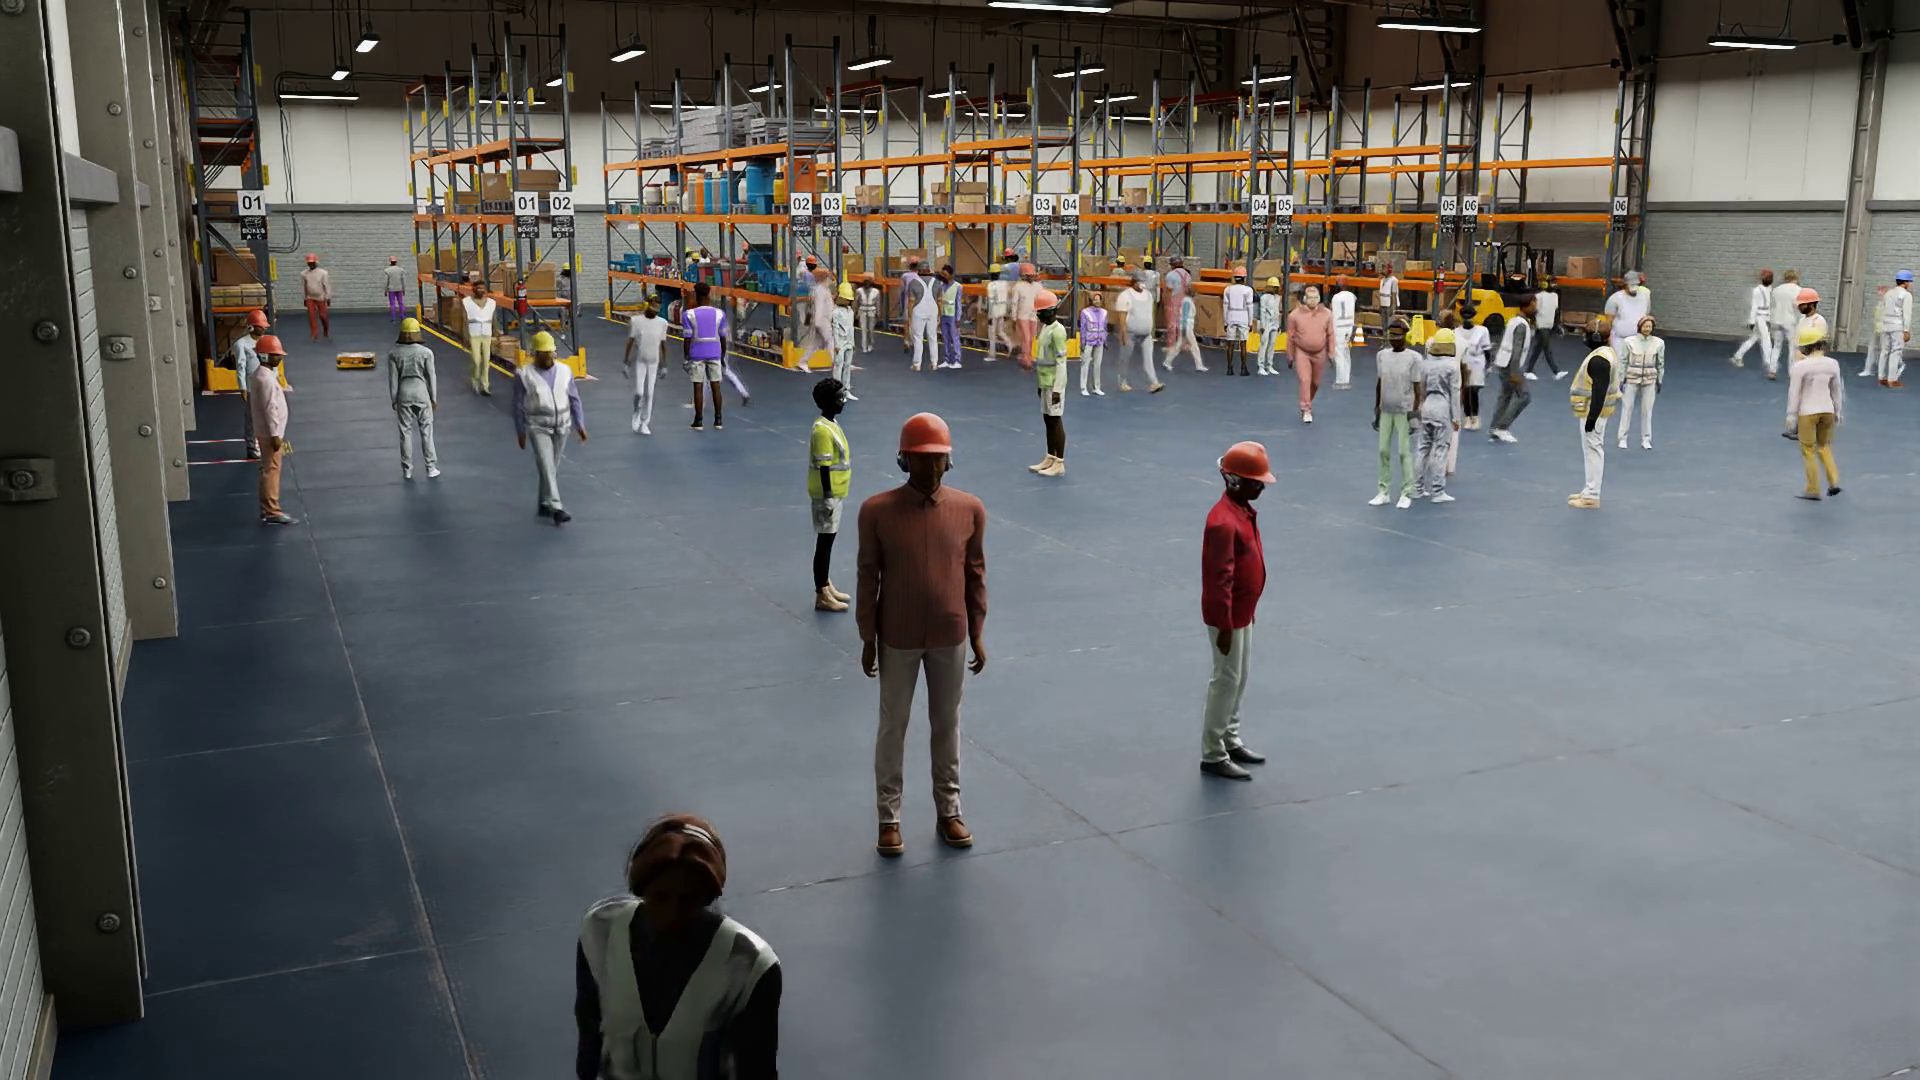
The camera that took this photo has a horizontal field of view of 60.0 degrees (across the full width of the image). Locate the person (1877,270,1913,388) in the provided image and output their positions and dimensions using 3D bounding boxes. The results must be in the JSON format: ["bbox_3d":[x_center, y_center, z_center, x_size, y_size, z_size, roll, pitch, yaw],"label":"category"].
[{"bbox_3d":[15.495,-3.486,27.516,0.420,1.939,0.607,-1,11,-6],"label":"person"}]

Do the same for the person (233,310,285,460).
[{"bbox_3d":[-8.216,-1.817,19.525,0.349,1.744,0.564,6,13,27],"label":"person"}]

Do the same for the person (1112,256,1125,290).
[{"bbox_3d":[4.168,-6.543,43.516,0.350,1.758,0.522,-5,12,-26],"label":"person"}]

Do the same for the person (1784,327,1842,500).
[{"bbox_3d":[8.568,-1.262,16.717,0.559,1.734,0.438,-3,11,-14],"label":"person"}]

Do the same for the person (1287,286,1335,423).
[{"bbox_3d":[4.865,-2.593,23.131,0.648,1.869,0.836,-1,11,-3],"label":"person"}]

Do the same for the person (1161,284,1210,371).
[{"bbox_3d":[4.108,-3.878,30.389,0.877,1.594,0.523,2,11,10],"label":"person"}]

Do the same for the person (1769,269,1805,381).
[{"bbox_3d":[14.168,-3.666,28.493,0.381,1.913,0.727,-6,13,-27],"label":"person"}]

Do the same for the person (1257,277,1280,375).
[{"bbox_3d":[5.549,-3.820,29.709,0.492,1.740,0.324,-9,14,-40],"label":"person"}]

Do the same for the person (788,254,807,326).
[{"bbox_3d":[-3.901,-5.830,39.509,0.403,1.903,0.652,-11,16,-44],"label":"person"}]

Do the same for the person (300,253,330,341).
[{"bbox_3d":[-14.579,-5.500,37.657,0.624,1.971,0.720,-2,11,-8],"label":"person"}]

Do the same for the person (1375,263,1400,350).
[{"bbox_3d":[8.951,-4.854,34.737,0.390,1.837,0.560,-3,12,-15],"label":"person"}]

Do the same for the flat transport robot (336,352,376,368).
[{"bbox_3d":[-11.348,-3.389,31.265,0.652,0.197,1.431,-3,12,-17],"label":"flat transport robot"}]

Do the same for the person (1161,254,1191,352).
[{"bbox_3d":[4.475,-4.956,34.717,0.685,2.000,0.535,-10,15,-42],"label":"person"}]

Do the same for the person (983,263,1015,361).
[{"bbox_3d":[0.740,-4.402,32.222,0.617,1.914,0.600,10,15,42],"label":"person"}]

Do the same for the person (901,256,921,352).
[{"bbox_3d":[-0.980,-4.895,34.571,0.629,1.998,1.009,3,11,13],"label":"person"}]

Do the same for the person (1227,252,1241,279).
[{"bbox_3d":[7.786,-7.265,47.020,0.548,1.815,0.965,-5,12,-25],"label":"person"}]

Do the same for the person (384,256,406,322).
[{"bbox_3d":[-14.955,-6.637,43.989,0.568,1.750,0.342,-8,14,-37],"label":"person"}]

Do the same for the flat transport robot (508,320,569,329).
[{"bbox_3d":[-10.465,-5.333,41.145,1.431,0.197,0.652,0,11,1],"label":"flat transport robot"}]

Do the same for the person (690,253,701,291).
[{"bbox_3d":[-7.418,-7.177,46.735,0.335,1.757,0.518,6,12,26],"label":"person"}]

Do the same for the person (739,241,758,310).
[{"bbox_3d":[-6.301,-7.857,49.499,0.619,2.028,0.409,4,12,18],"label":"person"}]

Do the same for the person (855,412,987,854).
[{"bbox_3d":[-0.168,0.419,7.513,0.611,1.997,0.375,-3,12,-16],"label":"person"}]

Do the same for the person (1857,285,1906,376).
[{"bbox_3d":[16.309,-3.676,29.294,0.701,1.615,0.524,1,11,6],"label":"person"}]

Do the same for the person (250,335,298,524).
[{"bbox_3d":[-6.395,-1.026,15.481,0.338,1.748,0.566,-6,13,-29],"label":"person"}]

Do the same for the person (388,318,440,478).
[{"bbox_3d":[-5.968,-1.552,18.176,0.492,1.742,0.319,-2,11,-11],"label":"person"}]

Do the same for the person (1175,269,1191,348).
[{"bbox_3d":[4.753,-4.934,35.509,0.319,1.690,0.539,-2,11,-10],"label":"person"}]

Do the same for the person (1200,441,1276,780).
[{"bbox_3d":[1.418,0.354,8.498,0.354,1.738,0.578,4,12,21],"label":"person"}]

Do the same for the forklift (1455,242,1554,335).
[{"bbox_3d":[13.047,-6.049,39.881,2.313,2.155,1.214,-5,12,-23],"label":"forklift"}]

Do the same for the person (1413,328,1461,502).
[{"bbox_3d":[4.814,-1.257,16.695,0.311,1.740,0.487,-7,13,-32],"label":"person"}]

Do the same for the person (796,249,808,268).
[{"bbox_3d":[-5.057,-8.278,52.377,0.574,1.737,0.354,-2,11,-10],"label":"person"}]

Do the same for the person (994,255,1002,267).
[{"bbox_3d":[1.129,-7.673,49.588,0.272,1.627,0.502,-5,12,-23],"label":"person"}]

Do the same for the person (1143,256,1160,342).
[{"bbox_3d":[4.185,-5.376,37.161,0.585,1.920,0.373,2,11,12],"label":"person"}]

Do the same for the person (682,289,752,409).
[{"bbox_3d":[-3.577,-2.802,24.443,0.983,1.793,0.556,2,11,8],"label":"person"}]

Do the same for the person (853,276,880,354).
[{"bbox_3d":[-1.926,-4.676,34.409,0.544,1.599,0.799,-1,11,-3],"label":"person"}]

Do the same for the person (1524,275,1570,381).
[{"bbox_3d":[10.105,-3.623,28.511,0.495,1.808,1.019,-7,13,-33],"label":"person"}]
